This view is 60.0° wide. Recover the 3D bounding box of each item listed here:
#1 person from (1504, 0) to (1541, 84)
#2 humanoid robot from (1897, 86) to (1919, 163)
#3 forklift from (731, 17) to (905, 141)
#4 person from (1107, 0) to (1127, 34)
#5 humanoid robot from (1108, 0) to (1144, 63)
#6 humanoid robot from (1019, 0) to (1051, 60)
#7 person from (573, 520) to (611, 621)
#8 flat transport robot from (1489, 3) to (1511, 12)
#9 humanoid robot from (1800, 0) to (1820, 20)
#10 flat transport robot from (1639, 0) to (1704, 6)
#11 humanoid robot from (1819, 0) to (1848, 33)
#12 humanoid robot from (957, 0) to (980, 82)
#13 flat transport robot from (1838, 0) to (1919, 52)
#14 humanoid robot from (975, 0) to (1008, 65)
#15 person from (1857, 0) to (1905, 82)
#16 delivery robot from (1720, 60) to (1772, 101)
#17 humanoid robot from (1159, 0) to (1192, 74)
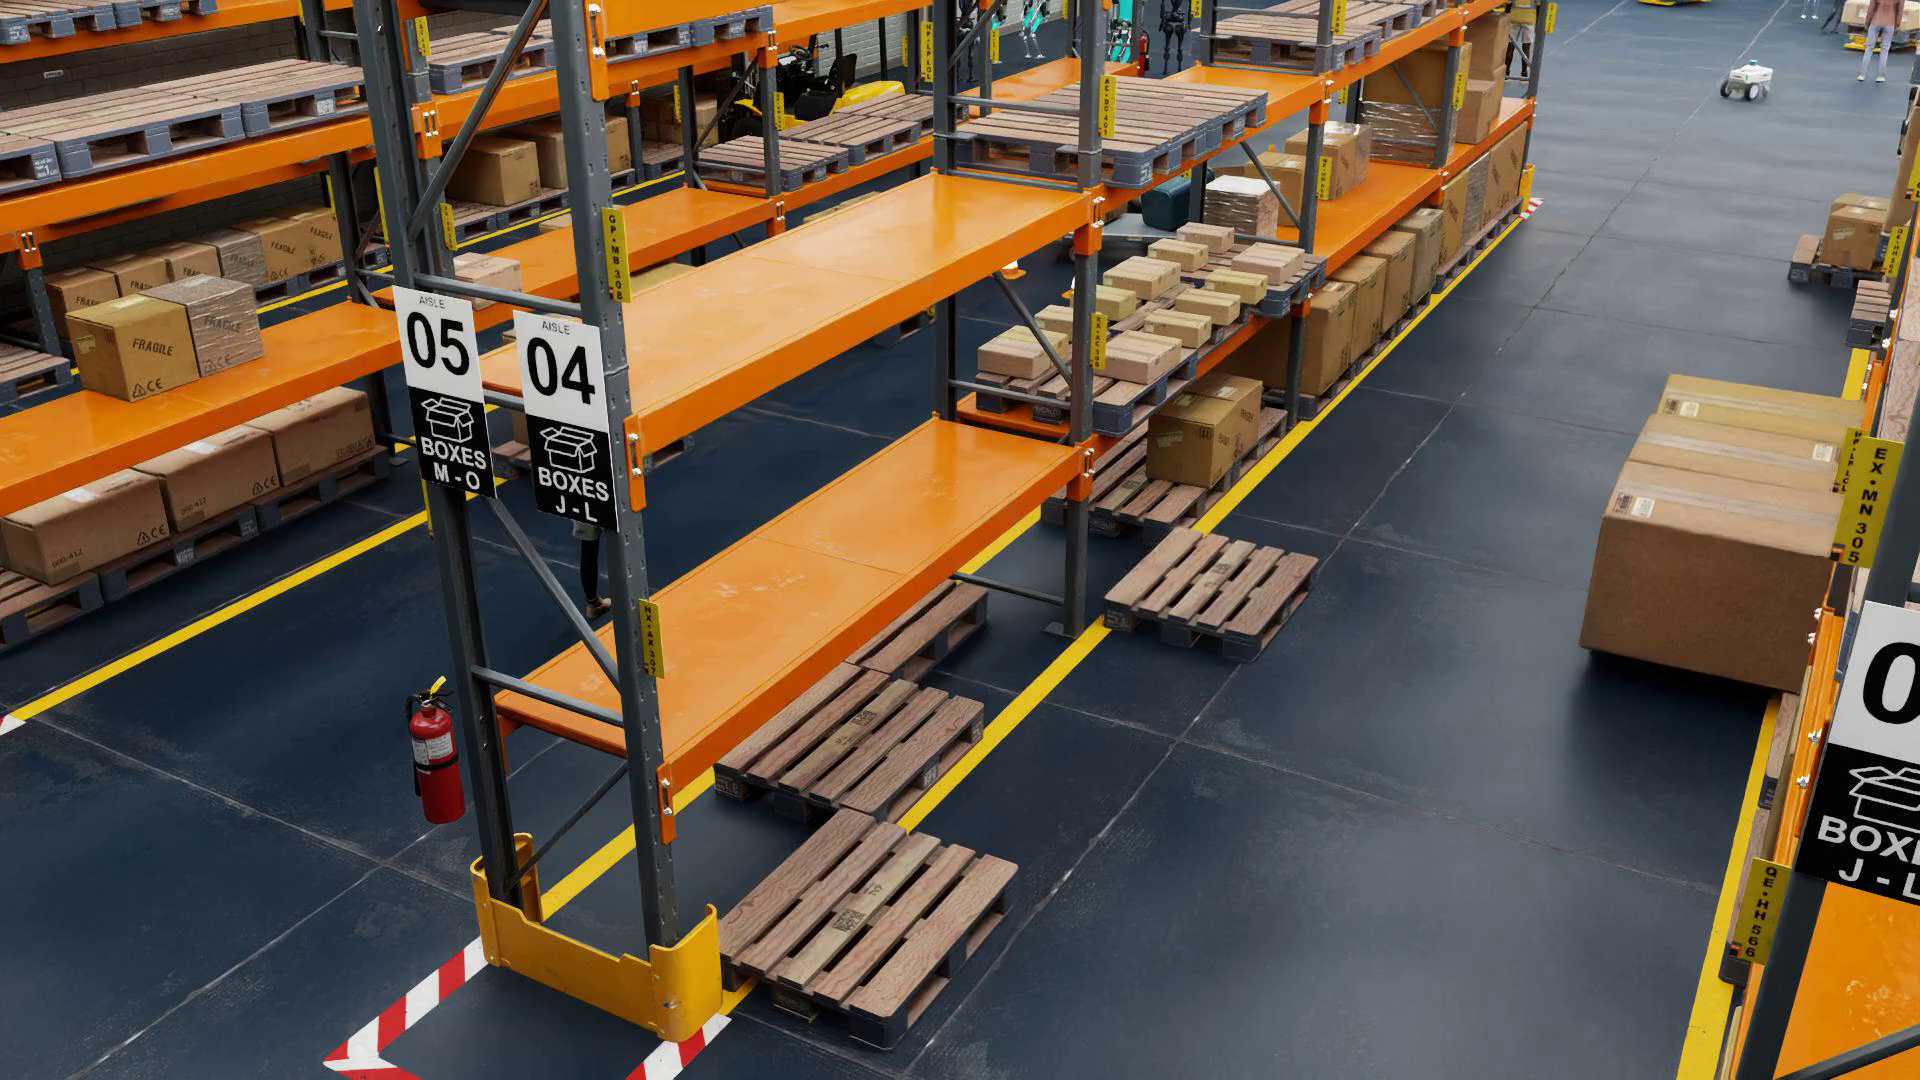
[{"bbox_3d":[9.053,-8.359,26.756,0.601,1.965,0.368,14,29,26],"label":"person"},{"bbox_3d":[10.708,-4.325,18.488,0.533,1.671,0.735,14,29,26],"label":"humanoid robot"},{"bbox_3d":[-1.819,-5.975,21.543,2.313,2.155,1.214,14,29,26],"label":"forklift"},{"bbox_3d":[2.988,-10.538,31.340,0.590,1.919,0.393,14,29,26],"label":"person"},{"bbox_3d":[2.435,-7.578,25.249,0.533,1.671,0.735,14,29,26],"label":"humanoid robot"},{"bbox_3d":[1.211,-9.013,28.230,0.533,1.671,0.735,14,29,26],"label":"humanoid robot"},{"bbox_3d":[-2.201,-0.255,10.227,0.531,1.694,0.319,14,29,26],"label":"person"},{"bbox_3d":[11.285,-11.120,34.448,1.431,0.231,0.659,-17,30,-31],"label":"flat transport robot"},{"bbox_3d":[16.638,-10.976,32.302,0.533,1.677,0.735,14,29,26],"label":"humanoid robot"},{"bbox_3d":[15.129,-11.509,35.257,1.431,0.231,0.659,-17,30,-31],"label":"flat transport robot"},{"bbox_3d":[16.618,-10.377,31.288,0.603,1.646,0.413,-18,31,-32],"label":"humanoid robot"},{"bbox_3d":[0.080,-8.288,26.928,0.599,1.654,0.315,14,29,26],"label":"humanoid robot"},{"bbox_3d":[16.701,-9.004,30.052,1.431,0.231,0.659,-17,30,-31],"label":"flat transport robot"},{"bbox_3d":[0.458,-8.788,27.756,0.533,1.677,0.735,14,29,26],"label":"humanoid robot"},{"bbox_3d":[14.910,-8.312,26.888,0.521,1.768,0.309,14,29,26],"label":"person"},{"bbox_3d":[12.264,-7.143,25.877,0.785,0.614,0.499,-17,30,-31],"label":"delivery robot"},{"bbox_3d":[3.554,-8.560,27.489,0.599,1.657,0.315,14,29,26],"label":"humanoid robot"}]
